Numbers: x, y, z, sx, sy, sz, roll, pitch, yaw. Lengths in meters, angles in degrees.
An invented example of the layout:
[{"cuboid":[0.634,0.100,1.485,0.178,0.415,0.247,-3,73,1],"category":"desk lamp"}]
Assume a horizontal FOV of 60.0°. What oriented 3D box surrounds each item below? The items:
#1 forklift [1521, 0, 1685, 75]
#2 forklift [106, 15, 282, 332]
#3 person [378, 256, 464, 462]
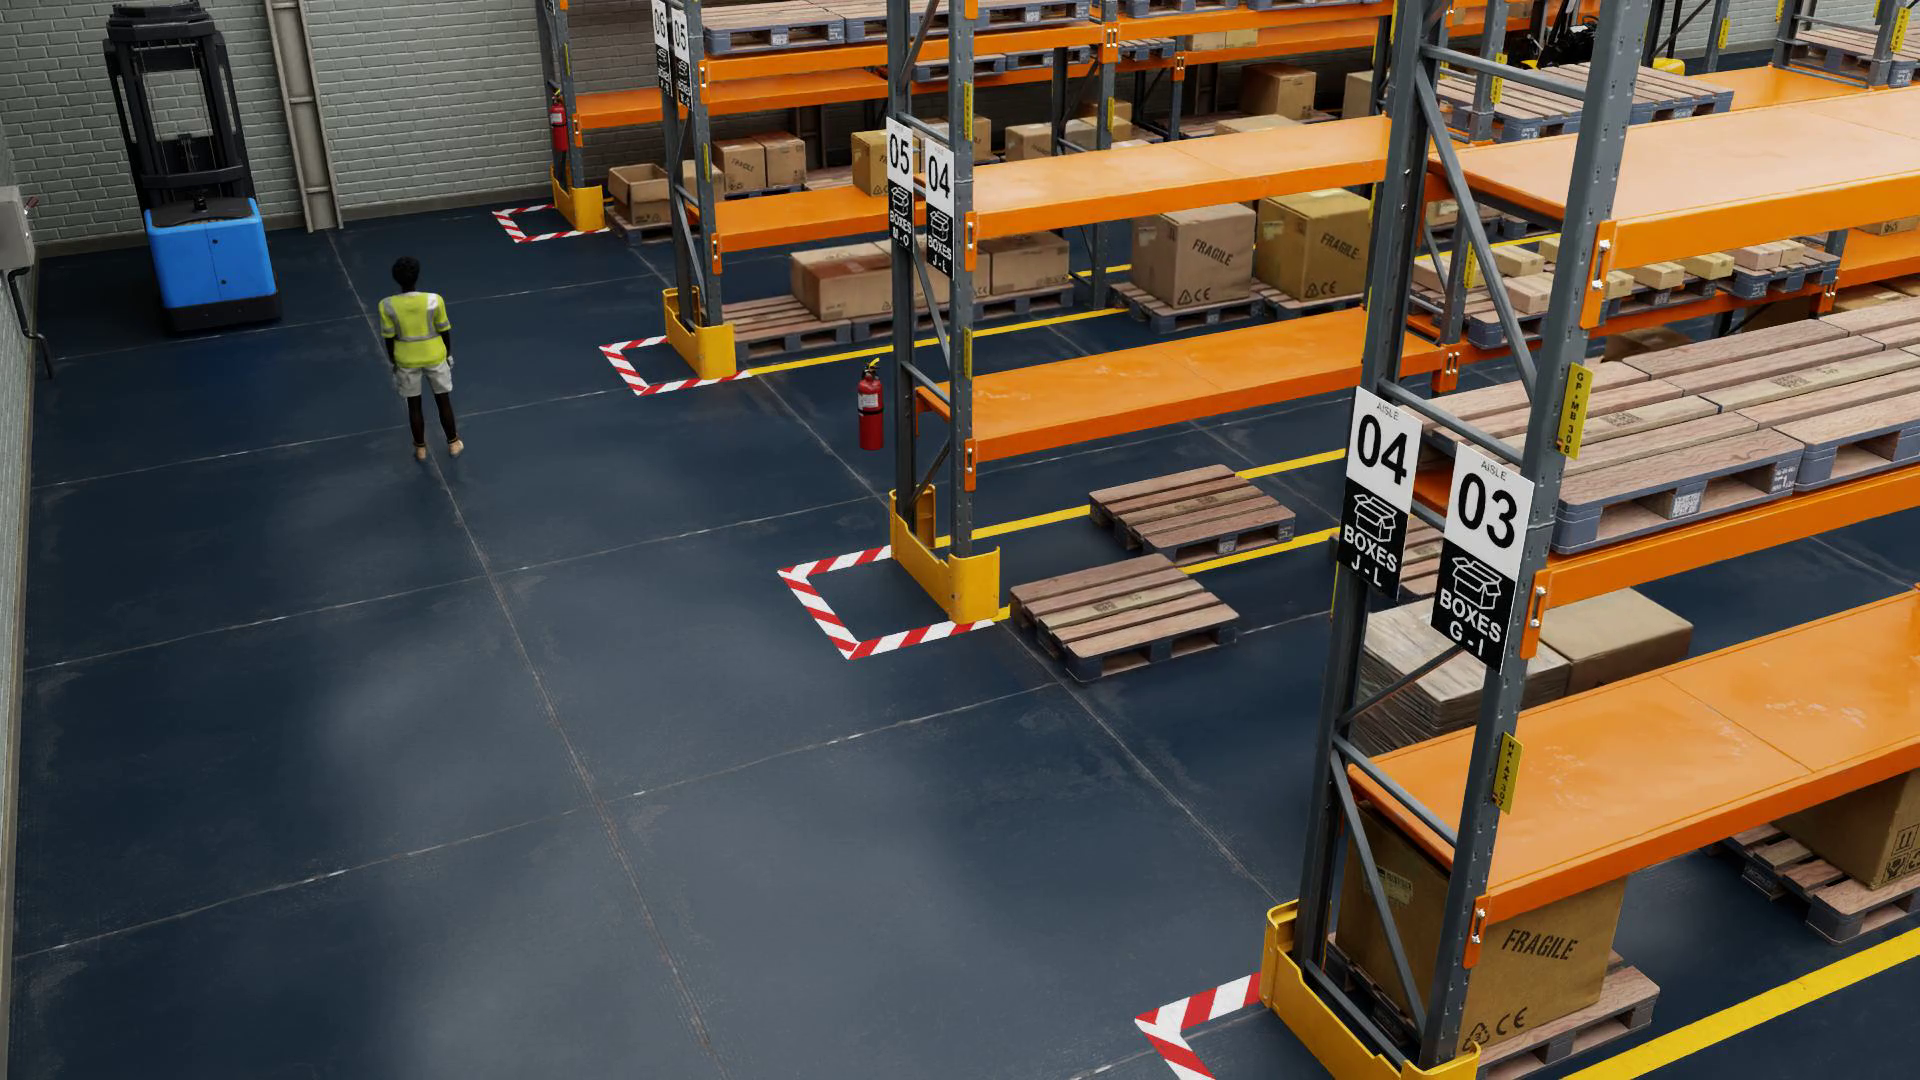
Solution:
[{"cuboid":[8.950,-6.807,23.056,1.214,2.155,2.313,-12,30,-22],"category":"forklift"},{"cuboid":[-7.548,-3.672,16.323,1.129,2.768,1.873,-12,30,-22],"category":"forklift"},{"cuboid":[-4.314,-1.443,13.312,0.531,1.697,0.320,-7,28,-13],"category":"person"}]
